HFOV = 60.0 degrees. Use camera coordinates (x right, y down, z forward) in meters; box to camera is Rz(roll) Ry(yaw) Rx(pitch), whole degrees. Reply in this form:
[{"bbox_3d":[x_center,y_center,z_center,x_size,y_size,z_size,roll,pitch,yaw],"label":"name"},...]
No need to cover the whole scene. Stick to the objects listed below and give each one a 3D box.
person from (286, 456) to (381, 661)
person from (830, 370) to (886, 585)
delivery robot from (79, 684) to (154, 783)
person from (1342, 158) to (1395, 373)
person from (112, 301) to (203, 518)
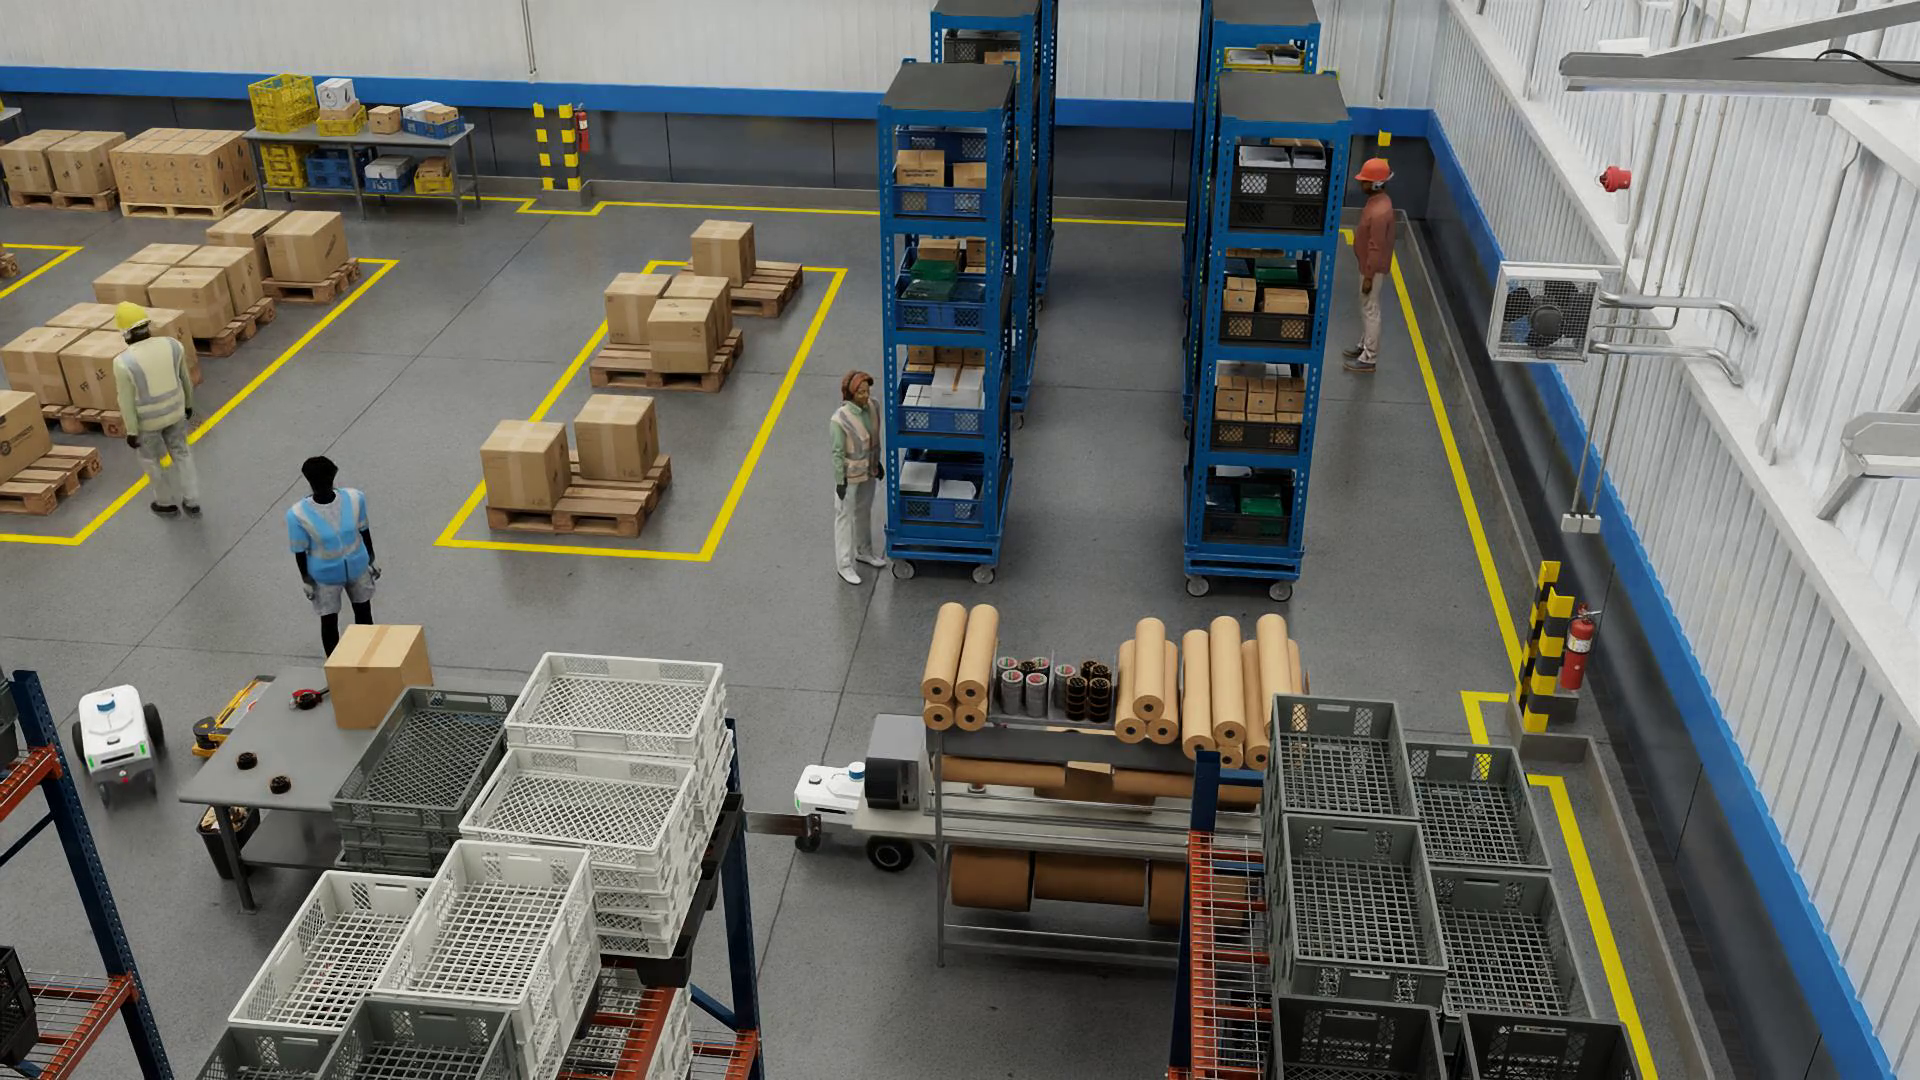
[{"bbox_3d":[-4.062,0.201,10.888,0.539,1.698,0.319,-23,37,-34],"label":"person"},{"bbox_3d":[-0.744,-0.483,12.122,0.315,1.641,0.515,20,36,31],"label":"person"},{"bbox_3d":[-5.211,1.181,10.247,0.477,0.478,0.707,-15,33,-24],"label":"delivery robot"},{"bbox_3d":[3.755,-2.534,15.313,0.417,1.983,0.615,6,31,9],"label":"person"},{"bbox_3d":[-6.212,-0.992,12.822,0.527,1.810,0.631,17,34,26],"label":"person"}]
